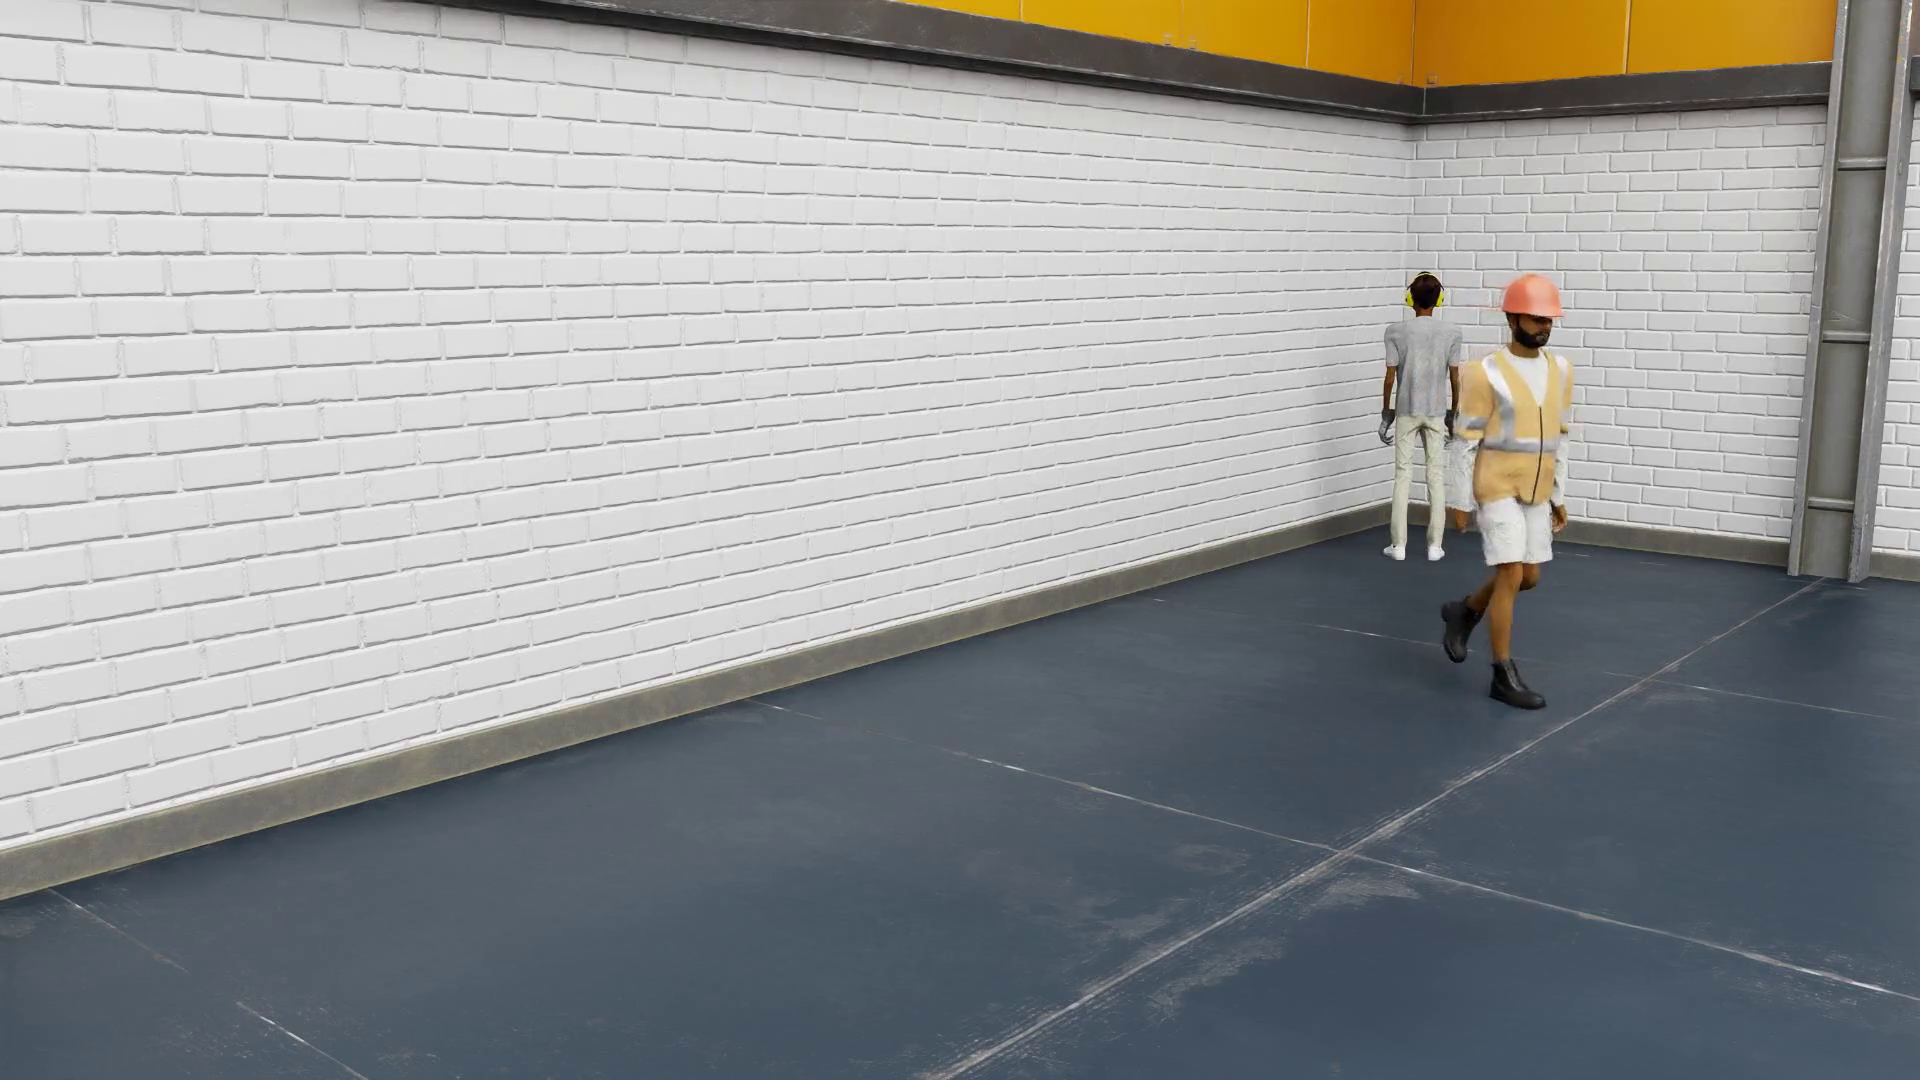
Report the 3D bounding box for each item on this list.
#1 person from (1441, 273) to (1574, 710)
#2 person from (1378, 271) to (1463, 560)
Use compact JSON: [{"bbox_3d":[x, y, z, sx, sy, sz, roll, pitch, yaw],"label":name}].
[{"bbox_3d":[2.441,-0.246,7.527,0.536,1.919,0.767,-4,11,-22],"label":"person"},{"bbox_3d":[2.981,-0.797,10.793,0.515,1.876,0.328,1,10,7],"label":"person"}]
